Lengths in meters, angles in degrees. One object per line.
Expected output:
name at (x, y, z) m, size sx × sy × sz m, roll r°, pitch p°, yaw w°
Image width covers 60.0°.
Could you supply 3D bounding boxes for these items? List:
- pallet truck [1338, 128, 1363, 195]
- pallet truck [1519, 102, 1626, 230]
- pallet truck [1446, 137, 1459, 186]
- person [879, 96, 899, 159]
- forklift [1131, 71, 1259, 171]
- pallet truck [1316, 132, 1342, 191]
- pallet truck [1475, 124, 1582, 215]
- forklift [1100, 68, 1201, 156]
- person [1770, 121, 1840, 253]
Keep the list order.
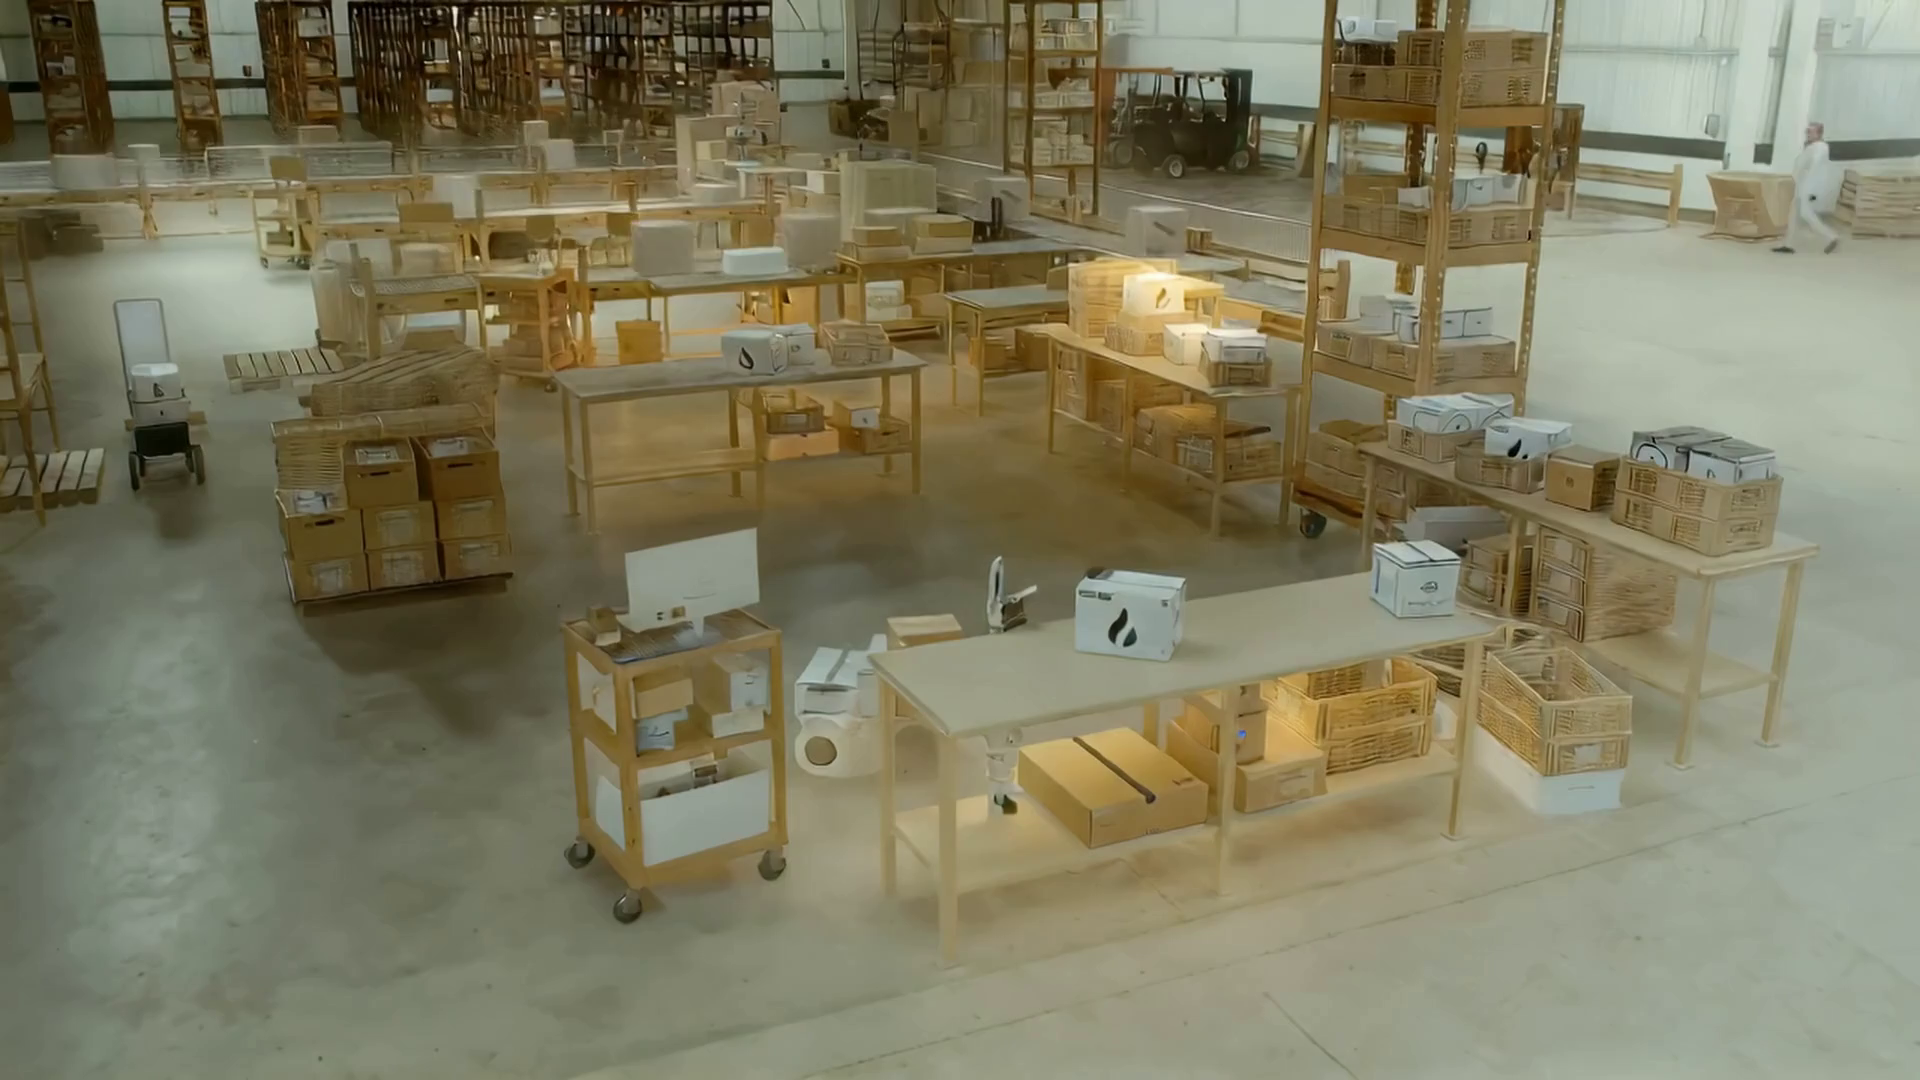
pallet truck at (7.845, -7.140, 31.411) m, size 1.522 × 1.261 × 0.704 m, roll -9°, pitch 20°, yaw -25°
pallet truck at (9.972, -6.037, 26.785) m, size 1.885 × 1.965 × 0.823 m, roll -9°, pitch 20°, yaw -25°
pallet truck at (9.184, -6.485, 29.328) m, size 1.630 × 1.274 × 0.653 m, roll -8°, pitch 19°, yaw -23°
person at (-1.215, -6.306, 27.559) m, size 0.390 × 2.040 × 0.614 m, roll -5°, pitch 18°, yaw -15°
forklift at (4.998, -8.936, 35.413) m, size 2.680 × 1.987 × 1.157 m, roll -9°, pitch 20°, yaw -25°
pallet truck at (7.723, -7.504, 32.656) m, size 1.601 × 1.201 × 0.680 m, roll -8°, pitch 19°, yaw -23°
pallet truck at (9.707, -6.455, 28.103) m, size 1.885 × 1.965 × 0.823 m, roll -7°, pitch 19°, yaw -20°
forklift at (4.082, -9.564, 37.410) m, size 2.680 × 1.987 × 1.157 m, roll -8°, pitch 19°, yaw -23°
person at (12.211, -5.029, 23.801) m, size 0.787 × 1.884 × 0.650 m, roll 3°, pitch 18°, yaw 11°
